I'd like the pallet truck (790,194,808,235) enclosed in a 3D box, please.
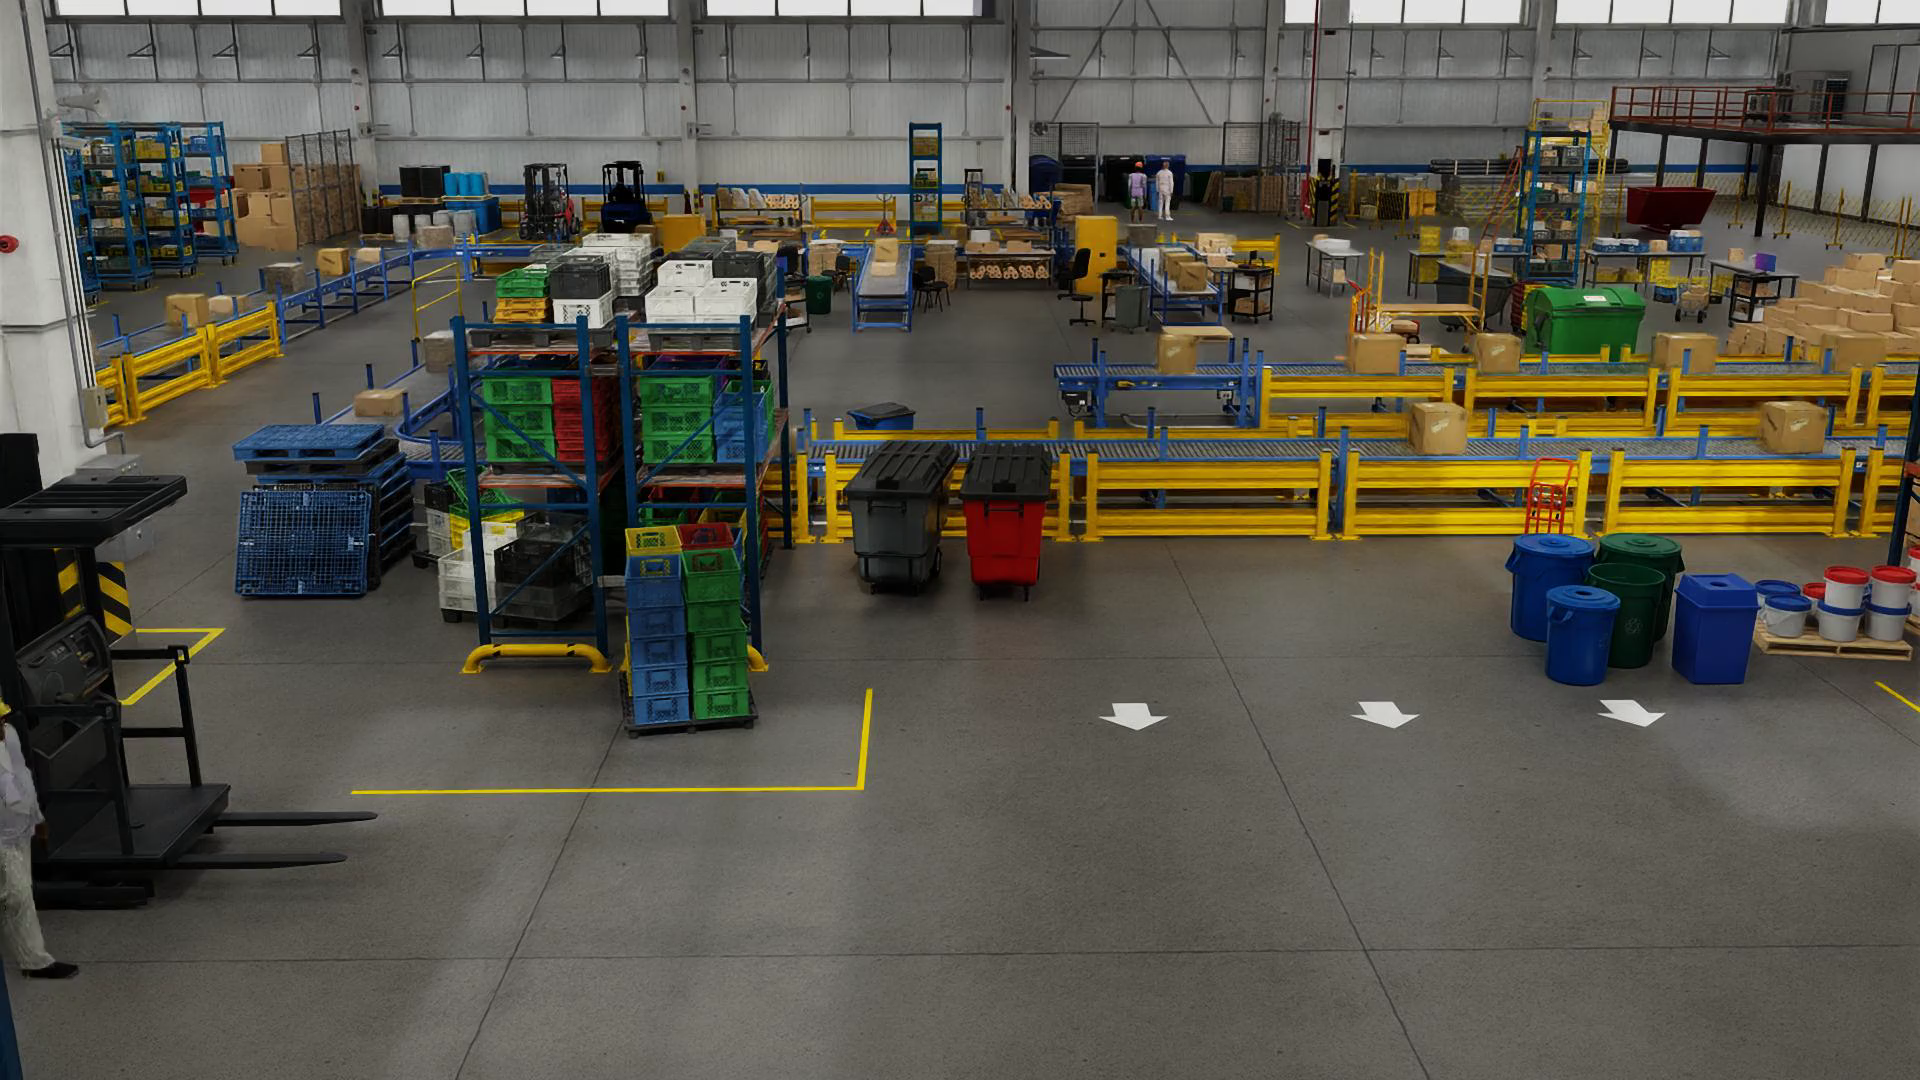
[{"bbox_3d":[-4.814,-9.883,50.259,0.704,1.261,1.522,-1,16,-3],"label":"pallet truck"}]

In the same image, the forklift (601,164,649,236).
[{"bbox_3d":[-9.948,-10.127,49.296,1.157,1.987,2.680,-1,16,-3],"label":"forklift"}]

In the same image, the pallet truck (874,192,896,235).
[{"bbox_3d":[-2.277,-9.986,50.594,0.653,1.274,1.630,0,16,-1],"label":"pallet truck"}]

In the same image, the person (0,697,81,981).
[{"bbox_3d":[-5.453,1.635,9.310,0.763,1.811,0.602,0,16,0],"label":"person"}]

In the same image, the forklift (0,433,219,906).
[{"bbox_3d":[-5.952,0.780,10.366,1.873,2.768,1.129,0,16,-1],"label":"forklift"}]

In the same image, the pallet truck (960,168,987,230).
[{"bbox_3d":[0.383,-10.230,50.206,0.823,1.965,1.885,-1,16,-3],"label":"pallet truck"}]

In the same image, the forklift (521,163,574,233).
[{"bbox_3d":[-12.233,-10.122,49.298,1.157,1.987,2.680,0,16,-1],"label":"forklift"}]

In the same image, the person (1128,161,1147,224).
[{"bbox_3d":[5.597,-10.870,52.351,0.611,2.042,0.394,8,18,26],"label":"person"}]

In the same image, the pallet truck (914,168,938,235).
[{"bbox_3d":[-0.989,-10.316,50.507,0.823,1.965,1.885,1,16,3],"label":"pallet truck"}]

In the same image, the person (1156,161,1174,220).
[{"bbox_3d":[6.766,-11.491,54.750,0.636,1.911,0.405,14,21,39],"label":"person"}]

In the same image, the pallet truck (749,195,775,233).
[{"bbox_3d":[-6.051,-9.967,50.660,0.680,1.201,1.601,0,16,-1],"label":"pallet truck"}]
